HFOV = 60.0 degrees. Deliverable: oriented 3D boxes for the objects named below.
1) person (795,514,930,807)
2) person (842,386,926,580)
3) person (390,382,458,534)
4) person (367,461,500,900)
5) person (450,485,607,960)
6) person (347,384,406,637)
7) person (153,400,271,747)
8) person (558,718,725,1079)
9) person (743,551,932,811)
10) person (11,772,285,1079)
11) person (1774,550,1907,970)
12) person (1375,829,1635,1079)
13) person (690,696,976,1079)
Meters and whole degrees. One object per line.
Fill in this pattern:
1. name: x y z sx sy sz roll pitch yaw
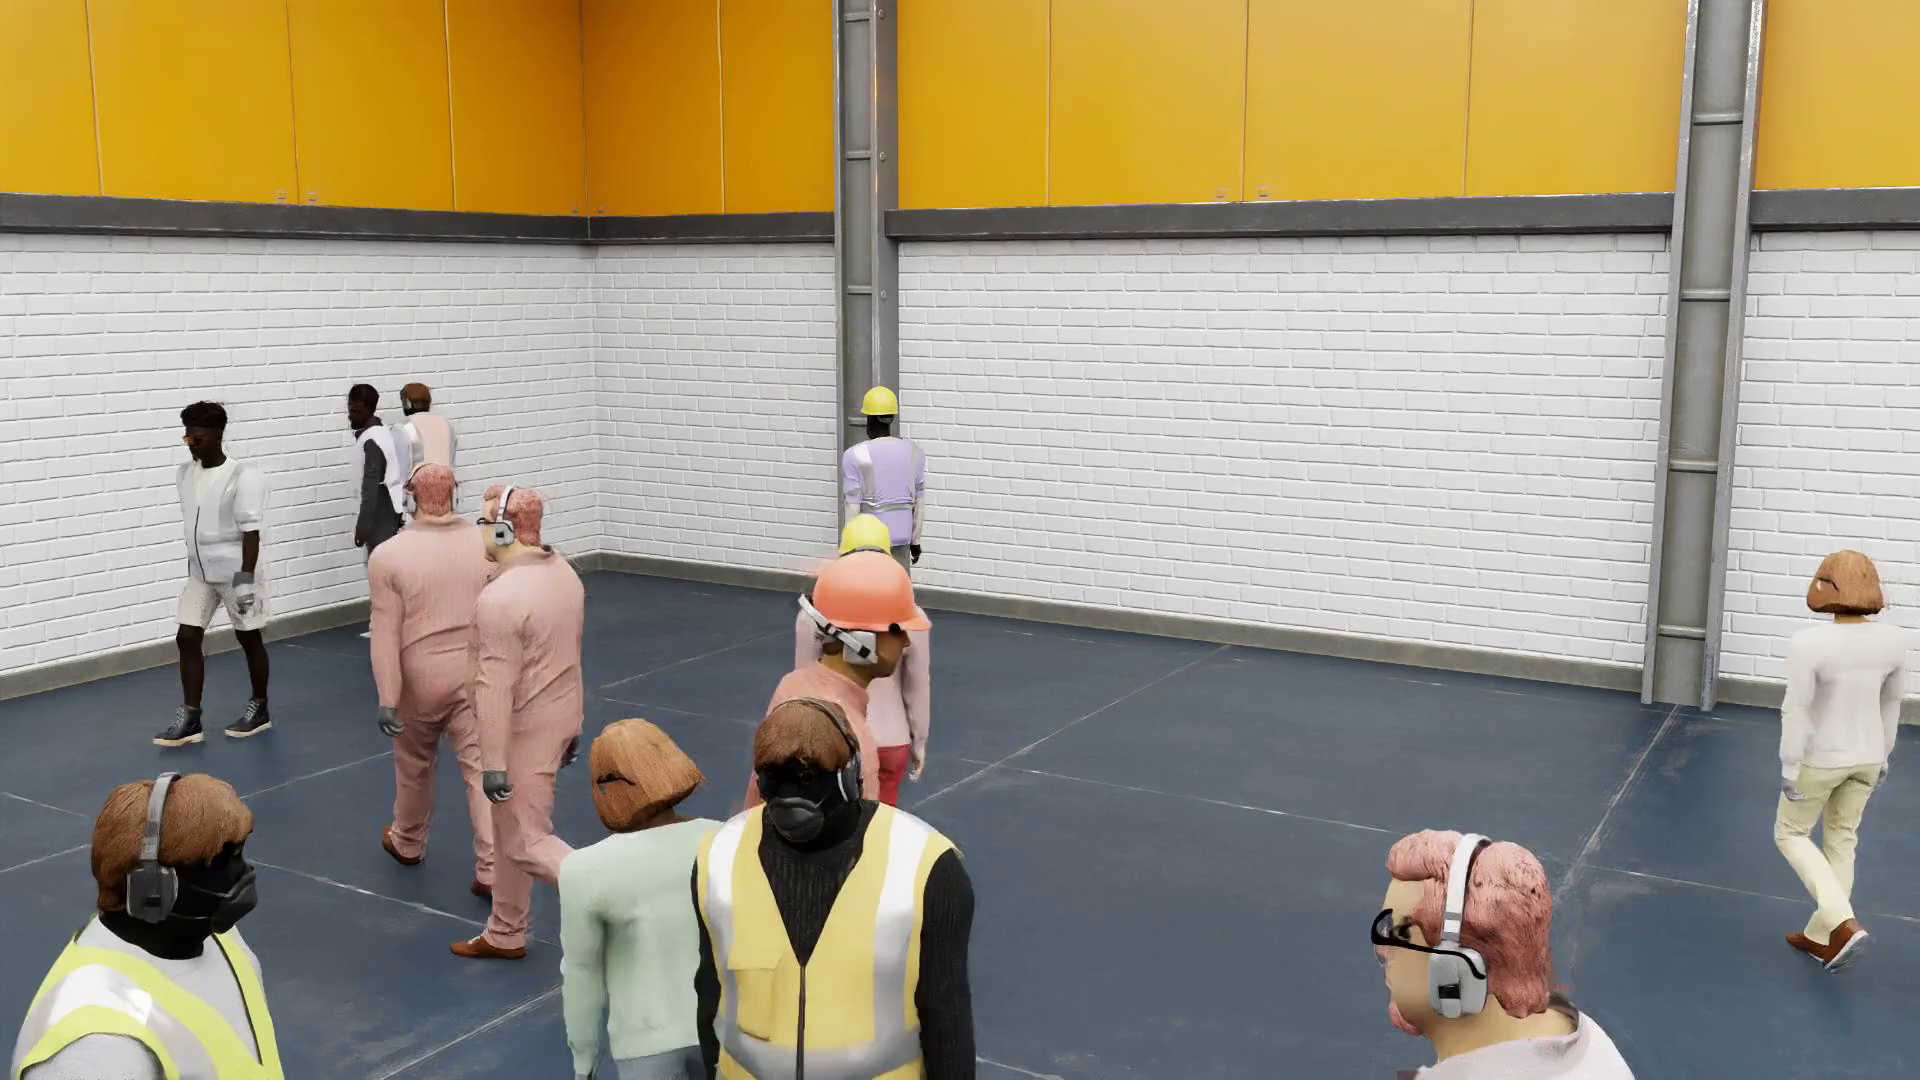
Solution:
1. person: -0.353 0.777 6.283 0.531 1.745 0.644 -3 10 -20
2. person: -0.498 -0.020 10.688 0.587 1.930 0.361 -6 11 -32
3. person: -4.092 -0.281 12.634 0.476 1.828 0.667 5 10 29
4. person: -2.228 0.584 7.162 0.672 1.855 1.014 -7 12 -38
5. person: -1.557 0.724 6.221 0.828 1.878 0.653 2 9 10
6. person: -4.111 -0.174 11.861 0.415 1.893 0.663 -3 10 -18
7. person: -4.212 0.200 9.271 0.642 1.936 0.819 4 10 21
8. person: -0.676 1.215 4.062 0.551 1.577 0.871 -5 10 -27
9. person: -0.353 0.997 4.255 0.554 1.962 0.623 -3 9 -15
10. person: -1.344 1.289 2.863 0.431 1.832 0.645 -1 9 -8
11. person: 3.321 0.847 6.251 0.504 1.620 0.477 -1 9 -8
12. person: 0.666 1.327 2.409 0.697 1.883 0.678 7 12 39
13. person: -0.258 1.187 3.570 0.621 1.808 0.882 1 9 9
